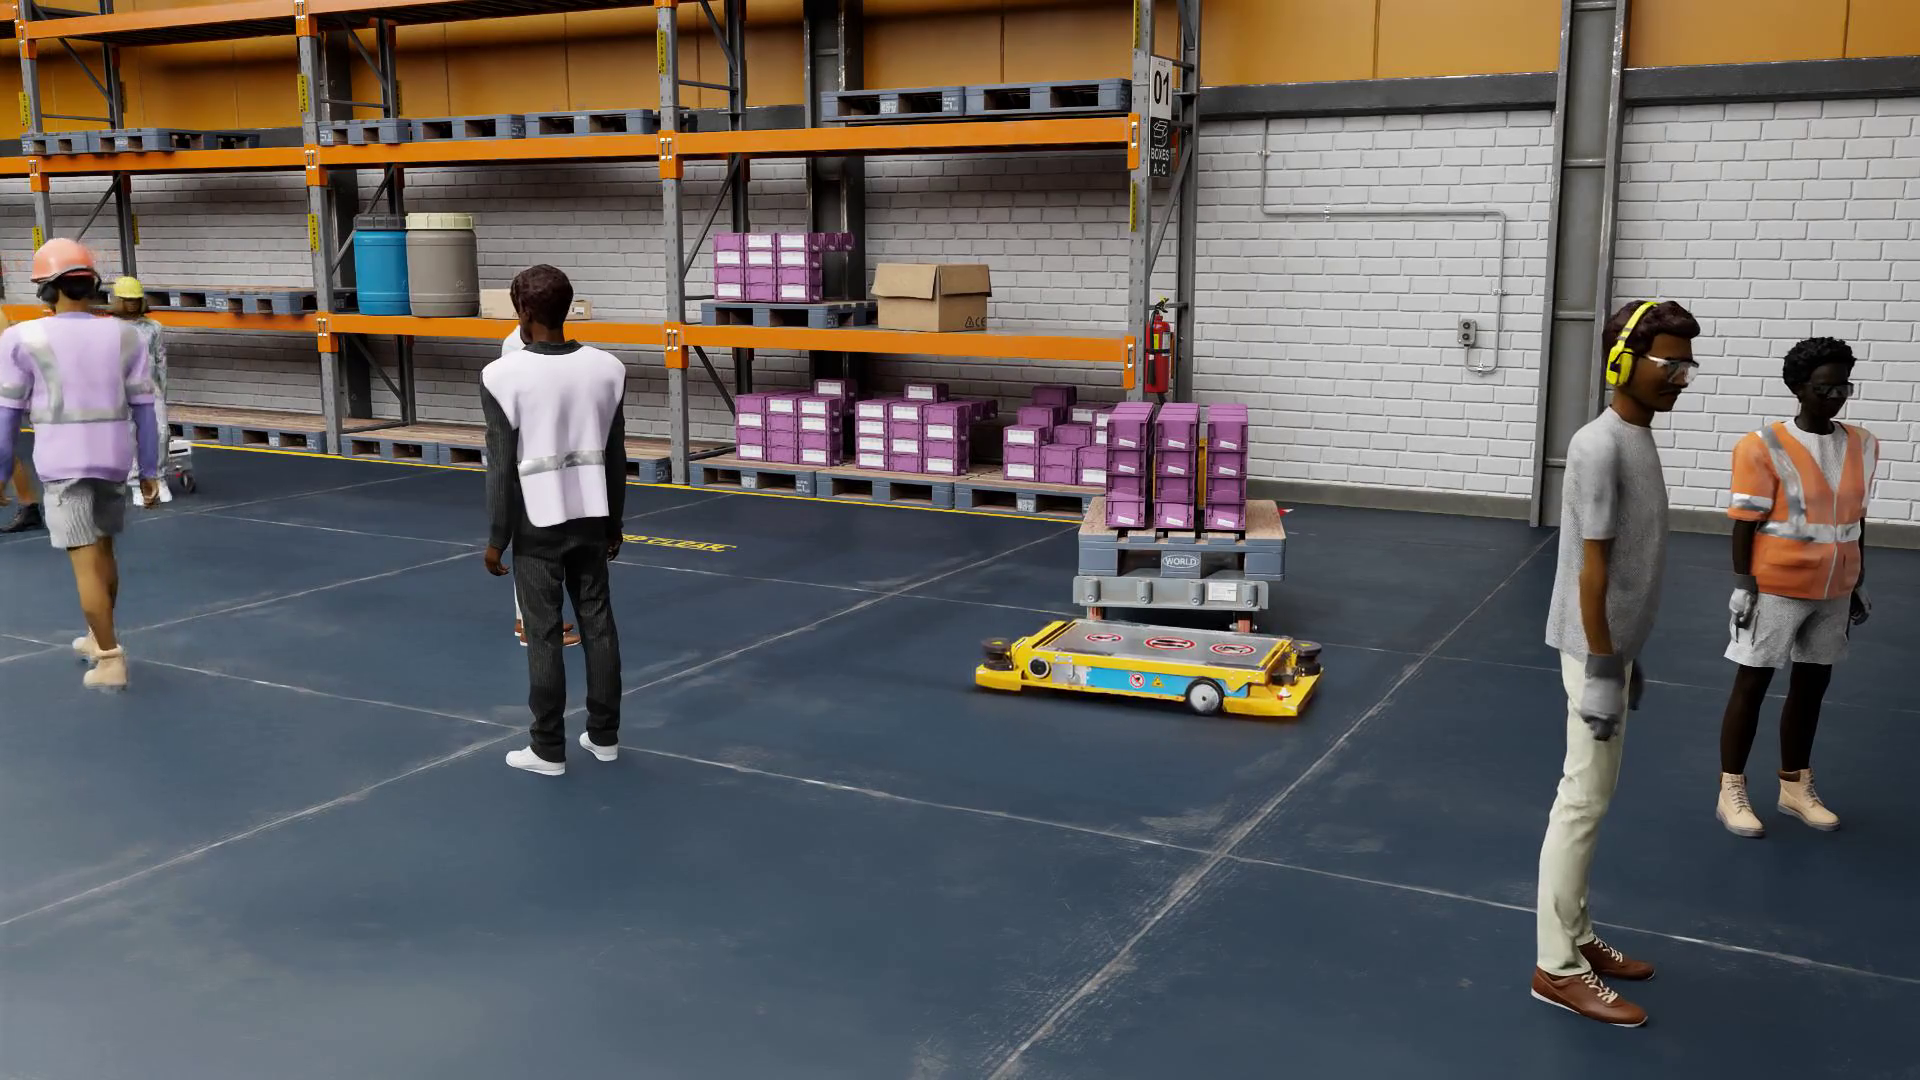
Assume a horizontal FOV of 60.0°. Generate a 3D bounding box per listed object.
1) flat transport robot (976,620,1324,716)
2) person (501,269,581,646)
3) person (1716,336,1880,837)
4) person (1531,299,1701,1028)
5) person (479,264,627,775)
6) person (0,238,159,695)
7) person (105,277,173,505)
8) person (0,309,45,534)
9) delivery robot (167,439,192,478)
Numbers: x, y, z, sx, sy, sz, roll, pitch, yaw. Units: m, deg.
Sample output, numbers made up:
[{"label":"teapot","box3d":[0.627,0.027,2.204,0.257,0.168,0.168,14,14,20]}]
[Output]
[{"label":"flat transport robot","box3d":[0.852,0.548,7.424,1.431,0.197,0.652,4,11,21]},{"label":"person","box3d":[-2.103,-0.403,8.282,0.329,1.861,0.512,-3,11,-17]},{"label":"person","box3d":[2.836,0.162,5.626,0.541,1.695,0.316,-2,11,-11]},{"label":"person","box3d":[1.716,0.312,4.363,0.331,1.861,0.519,6,12,29]},{"label":"person","box3d":[-1.515,-0.069,6.277,0.593,1.922,0.391,-10,14,-44]},{"label":"person","box3d":[-4.020,-0.339,7.527,0.926,2.008,0.630,8,13,38]},{"label":"person","box3d":[-6.210,-1.107,12.521,0.490,1.729,0.436,-7,13,-34]},{"label":"person","box3d":[-6.653,-0.945,11.140,0.899,1.896,0.562,-10,14,-43]},{"label":"delivery robot","box3d":[-6.449,-0.690,13.174,0.707,0.478,0.477,4,11,22]}]
